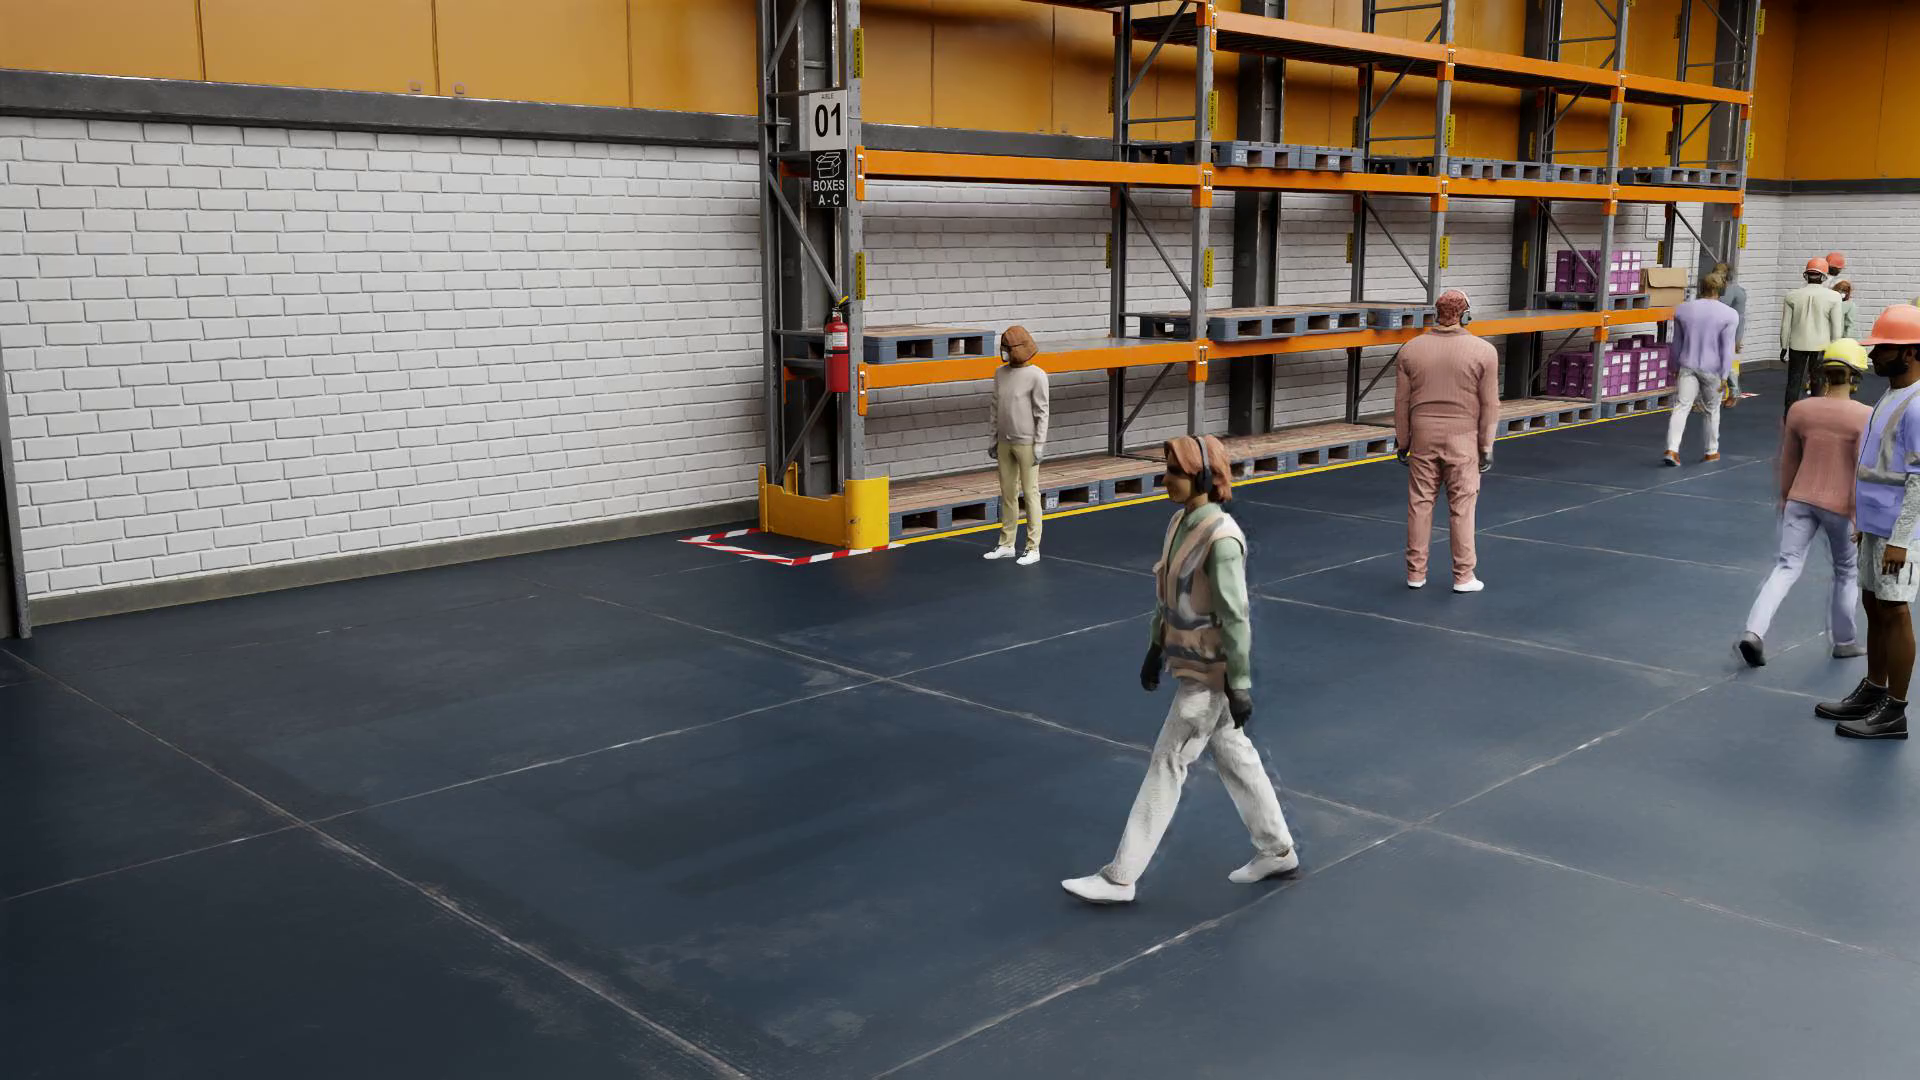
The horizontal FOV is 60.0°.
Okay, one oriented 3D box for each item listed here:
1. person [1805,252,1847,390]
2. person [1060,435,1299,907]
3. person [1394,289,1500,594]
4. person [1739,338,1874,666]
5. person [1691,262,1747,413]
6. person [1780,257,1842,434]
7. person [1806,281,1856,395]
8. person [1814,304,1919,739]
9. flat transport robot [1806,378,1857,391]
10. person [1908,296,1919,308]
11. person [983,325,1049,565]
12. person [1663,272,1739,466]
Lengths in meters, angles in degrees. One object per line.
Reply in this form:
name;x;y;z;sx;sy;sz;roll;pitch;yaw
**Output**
person;12.350;-3.118;23.872;0.685;2.012;0.692;-5;12;-26
person;0.795;0.436;5.594;0.880;1.590;0.539;-1;10;-7
person;3.065;-0.619;10.485;0.642;1.909;0.399;6;12;31
person;4.449;-0.188;8.650;0.898;1.725;0.542;-6;12;-31
person;9.691;-2.579;21.189;0.925;1.911;0.638;-9;14;-40
person;9.566;-2.174;18.720;0.622;1.994;0.381;7;12;33
person;12.122;-2.798;23.155;0.353;1.613;0.533;-9;14;-41
person;4.135;-0.074;7.429;0.356;1.939;0.543;2;11;13
flat transport robot;12.788;-2.349;24.383;0.652;0.197;1.431;5;12;27
person;10.811;-2.044;18.445;0.428;1.838;0.653;-9;13;-39
person;0.390;-0.649;11.394;0.279;1.633;0.497;-10;14;-43
person;7.218;-1.656;16.220;0.646;1.898;1.034;9;14;41
